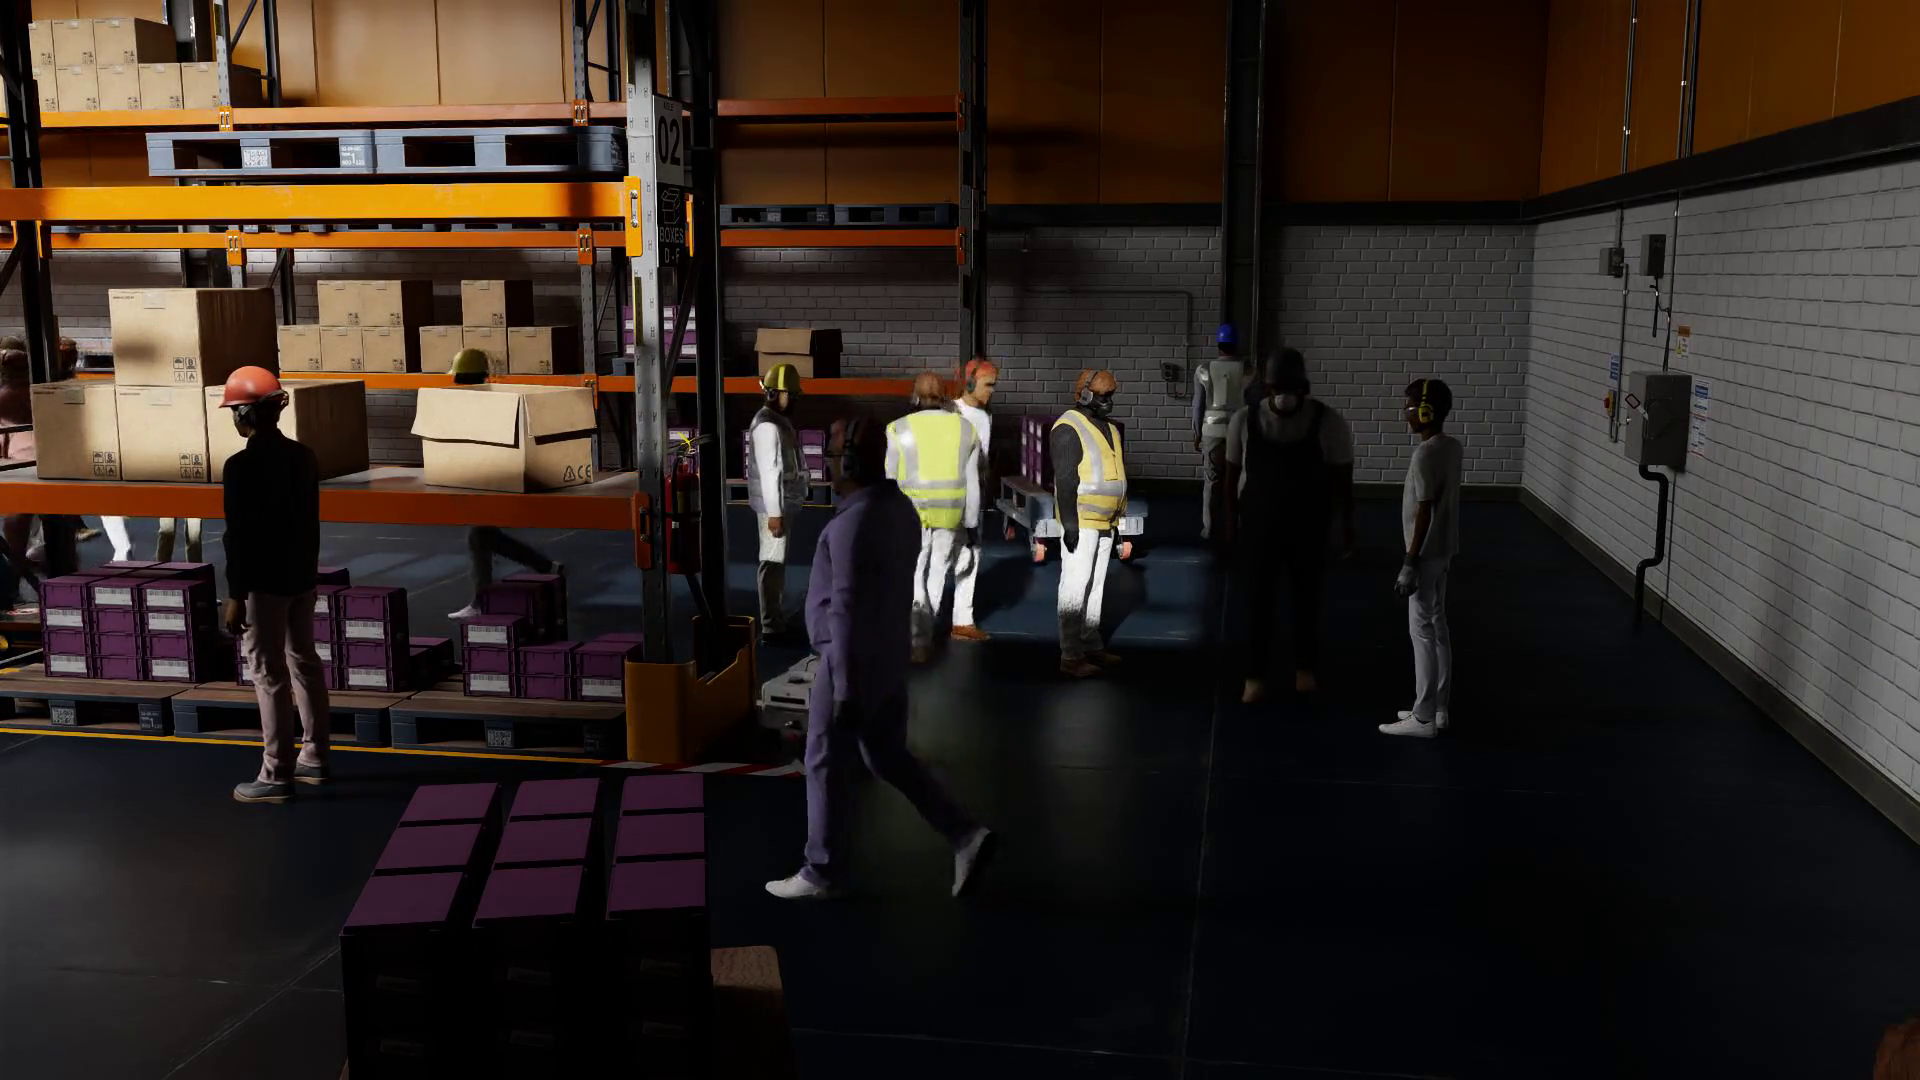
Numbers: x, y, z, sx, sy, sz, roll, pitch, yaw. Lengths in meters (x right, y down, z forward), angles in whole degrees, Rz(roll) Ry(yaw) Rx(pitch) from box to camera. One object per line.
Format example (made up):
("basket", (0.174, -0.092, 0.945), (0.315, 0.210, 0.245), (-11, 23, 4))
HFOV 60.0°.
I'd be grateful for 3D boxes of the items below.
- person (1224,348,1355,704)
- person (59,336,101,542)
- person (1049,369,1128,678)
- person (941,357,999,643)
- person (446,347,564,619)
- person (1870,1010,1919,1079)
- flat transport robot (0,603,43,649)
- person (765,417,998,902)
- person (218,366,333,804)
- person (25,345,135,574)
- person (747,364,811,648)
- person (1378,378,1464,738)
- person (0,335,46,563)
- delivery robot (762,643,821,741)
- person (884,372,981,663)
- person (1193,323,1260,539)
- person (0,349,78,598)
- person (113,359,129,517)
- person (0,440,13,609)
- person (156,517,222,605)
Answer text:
("person", (1.837, -0.102, 9.318), (0.727, 2.000, 0.864), (2, 9, 12))
("person", (-7.988, -0.901, 14.900), (0.336, 1.842, 0.524), (-1, 9, -5))
("person", (0.788, -0.108, 9.993), (0.429, 1.838, 0.623), (5, 11, 30))
("person", (-0.045, -0.260, 10.843), (0.556, 1.861, 0.650), (6, 11, 32))
("person", (-3.203, -0.398, 11.628), (0.744, 1.902, 0.596), (-3, 10, -19))
("person", (1.107, 1.323, 1.802), (0.521, 1.597, 0.478), (4, 10, 23))
("flat transport robot", (-5.661, 0.561, 10.678), (1.431, 0.197, 0.652), (1, 9, 8))
("person", (-0.308, 0.471, 6.263), (0.834, 1.878, 0.654), (3, 10, 19))
("person", (-3.153, 0.200, 7.611), (0.397, 1.988, 0.620), (2, 9, 11))
("person", (-7.064, -0.616, 13.155), (1.004, 1.825, 0.598), (-1, 9, -3))
("person", (-1.166, -0.227, 10.766), (0.403, 1.823, 0.586), (0, 9, -1))
("person", (2.412, 0.095, 8.644), (0.328, 1.867, 0.509), (6, 11, 34))
("person", (-7.888, -0.765, 13.931), (1.011, 1.884, 0.642), (5, 11, 30))
("delivery robot", (-0.699, 0.751, 8.333), (0.477, 0.478, 0.707), (4, 10, 22))
("person", (-0.219, -0.140, 10.342), (0.660, 1.821, 0.630), (-4, 10, -21))
("person", (2.401, -0.972, 15.003), (0.605, 1.948, 0.391), (1, 9, 8))
("person", (-6.725, -0.441, 12.003), (1.020, 1.848, 0.651), (7, 12, 39))
("person", (-8.173, -1.042, 16.391), (0.307, 1.641, 0.511), (-4, 10, -21))
("person", (-6.292, -0.212, 10.638), (0.377, 1.836, 0.562), (-1, 9, -6))
("person", (-5.548, -0.429, 11.874), (0.332, 1.874, 0.520), (6, 11, 34))
